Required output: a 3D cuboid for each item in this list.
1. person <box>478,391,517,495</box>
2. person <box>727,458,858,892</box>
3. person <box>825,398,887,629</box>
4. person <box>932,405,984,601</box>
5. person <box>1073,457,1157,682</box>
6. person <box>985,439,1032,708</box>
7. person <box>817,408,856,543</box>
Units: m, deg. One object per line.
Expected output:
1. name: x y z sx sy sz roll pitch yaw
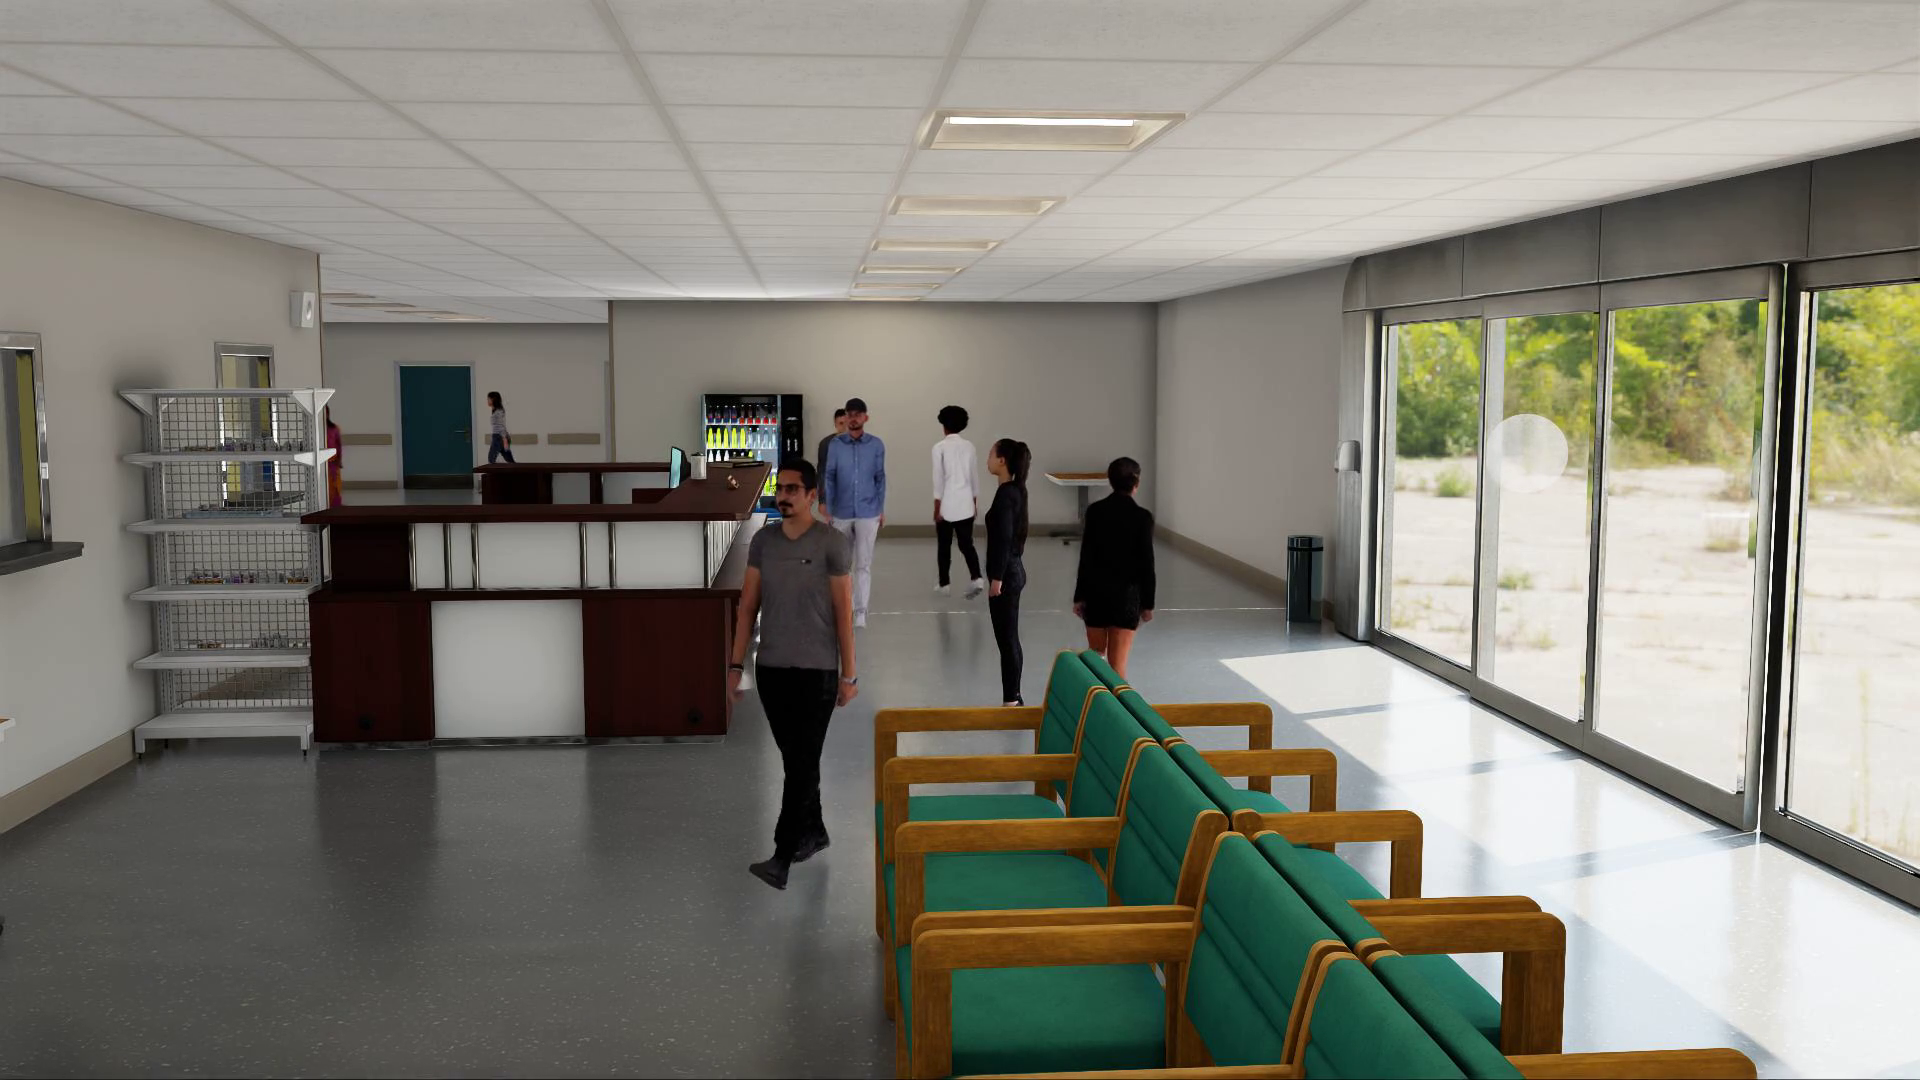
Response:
1. person: -7.600 -1.583 27.937 1.155 1.740 0.724 -2 6 -18
2. person: -0.638 0.544 6.927 1.154 1.714 1.041 3 6 24
3. person: -0.862 -0.218 13.747 1.072 1.865 0.768 0 6 0
4. person: -0.004 -0.314 15.179 1.118 1.769 0.940 -3 6 -25
5. person: 0.823 0.376 9.052 0.650 1.623 0.750 2 6 17
6. person: 0.275 0.248 9.880 0.567 1.712 0.620 1 6 10
7. person: -1.193 -0.373 15.817 0.829 1.758 0.754 4 7 36
